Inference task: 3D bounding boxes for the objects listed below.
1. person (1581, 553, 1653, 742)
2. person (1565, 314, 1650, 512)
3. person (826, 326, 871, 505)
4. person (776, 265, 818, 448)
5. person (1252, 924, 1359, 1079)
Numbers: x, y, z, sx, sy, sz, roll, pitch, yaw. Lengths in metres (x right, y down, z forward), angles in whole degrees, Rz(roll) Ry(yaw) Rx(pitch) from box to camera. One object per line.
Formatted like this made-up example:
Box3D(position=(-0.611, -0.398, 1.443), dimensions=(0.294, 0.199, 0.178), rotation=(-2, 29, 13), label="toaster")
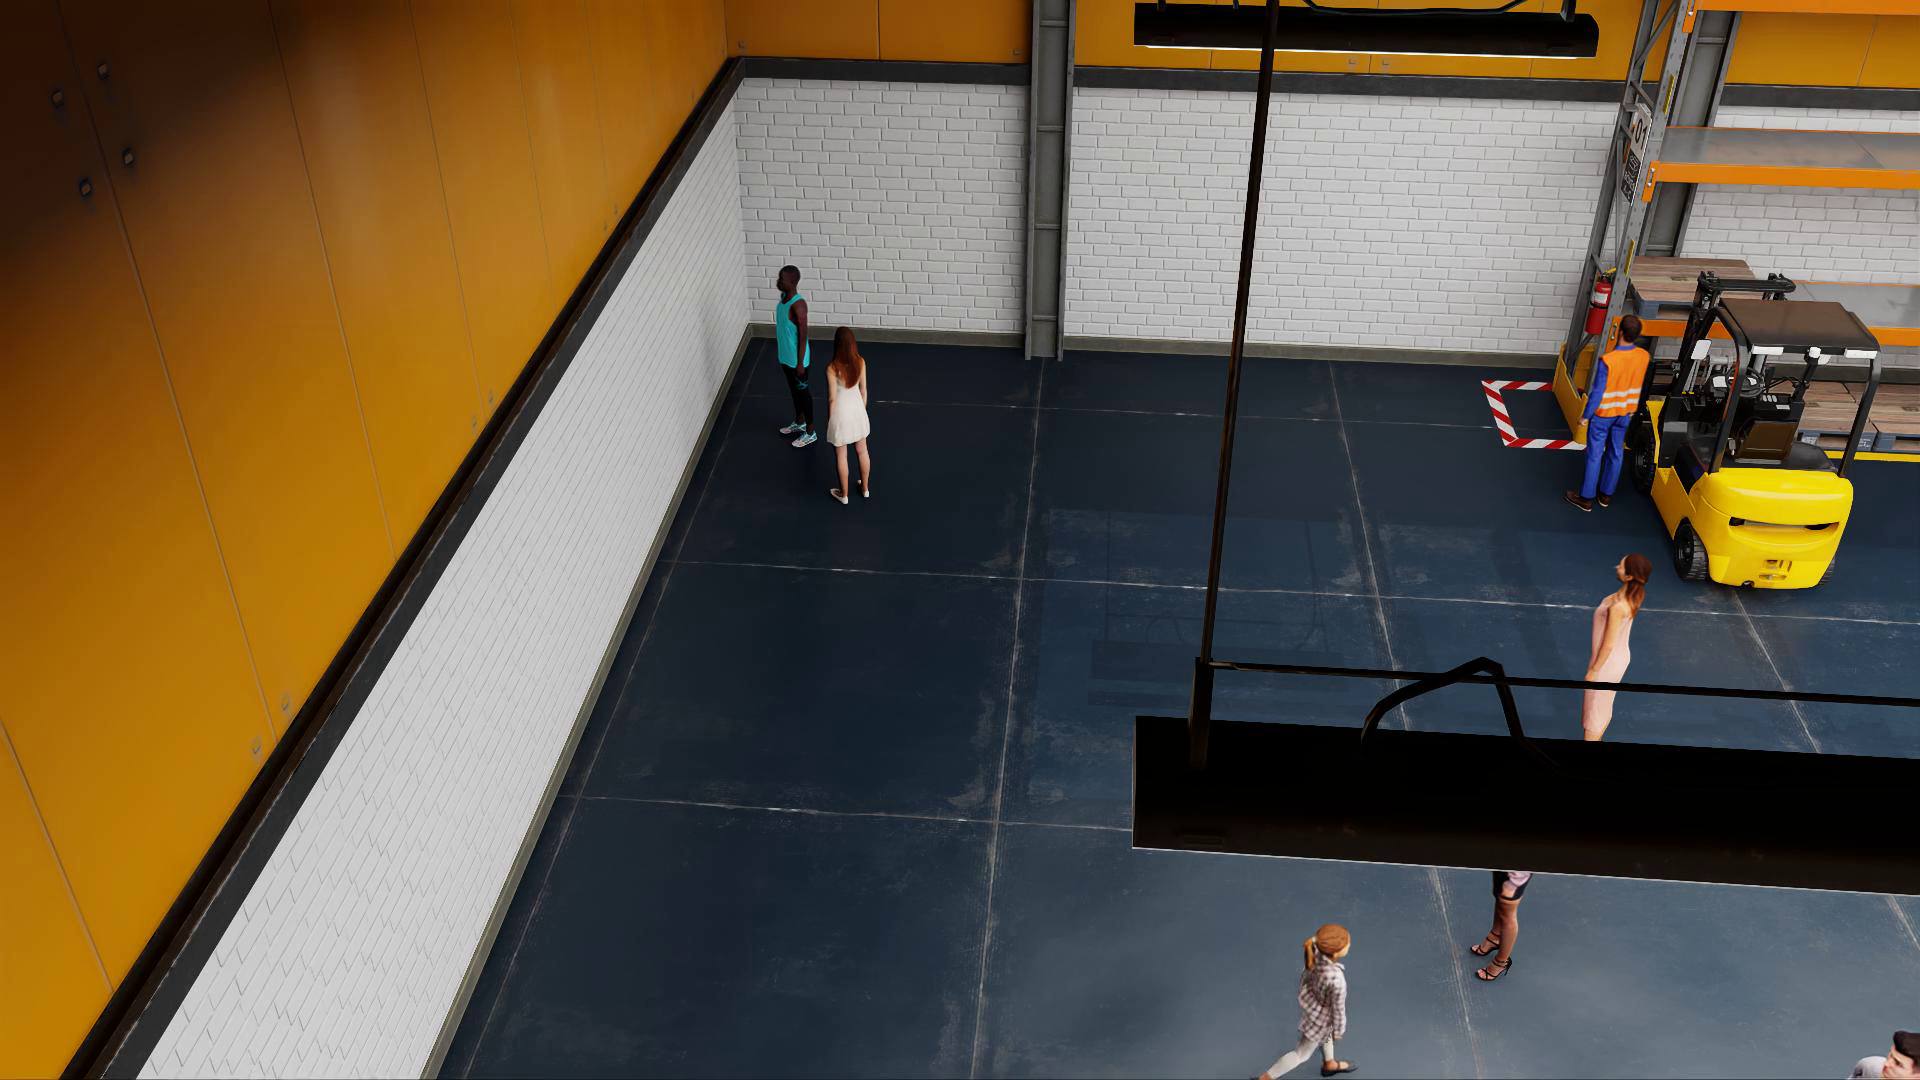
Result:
Box3D(position=(4.572, 0.865, 11.716), dimensions=(0.670, 1.832, 0.656), rotation=(22, 40, 30), label="person")
Box3D(position=(5.736, -1.125, 14.682), dimensions=(0.695, 1.862, 0.842), rotation=(-10, 35, -15), label="person")
Box3D(position=(-1.001, -1.119, 14.809), dimensions=(0.623, 1.711, 0.710), rotation=(-17, 37, -24), label="person")
Box3D(position=(-1.546, -1.743, 15.658), dimensions=(0.704, 1.810, 0.698), rotation=(-16, 37, -22), label="person")
Box3D(position=(1.979, 2.693, 9.457), dimensions=(1.004, 1.287, 0.734), rotation=(-7, 34, -11), label="person")
